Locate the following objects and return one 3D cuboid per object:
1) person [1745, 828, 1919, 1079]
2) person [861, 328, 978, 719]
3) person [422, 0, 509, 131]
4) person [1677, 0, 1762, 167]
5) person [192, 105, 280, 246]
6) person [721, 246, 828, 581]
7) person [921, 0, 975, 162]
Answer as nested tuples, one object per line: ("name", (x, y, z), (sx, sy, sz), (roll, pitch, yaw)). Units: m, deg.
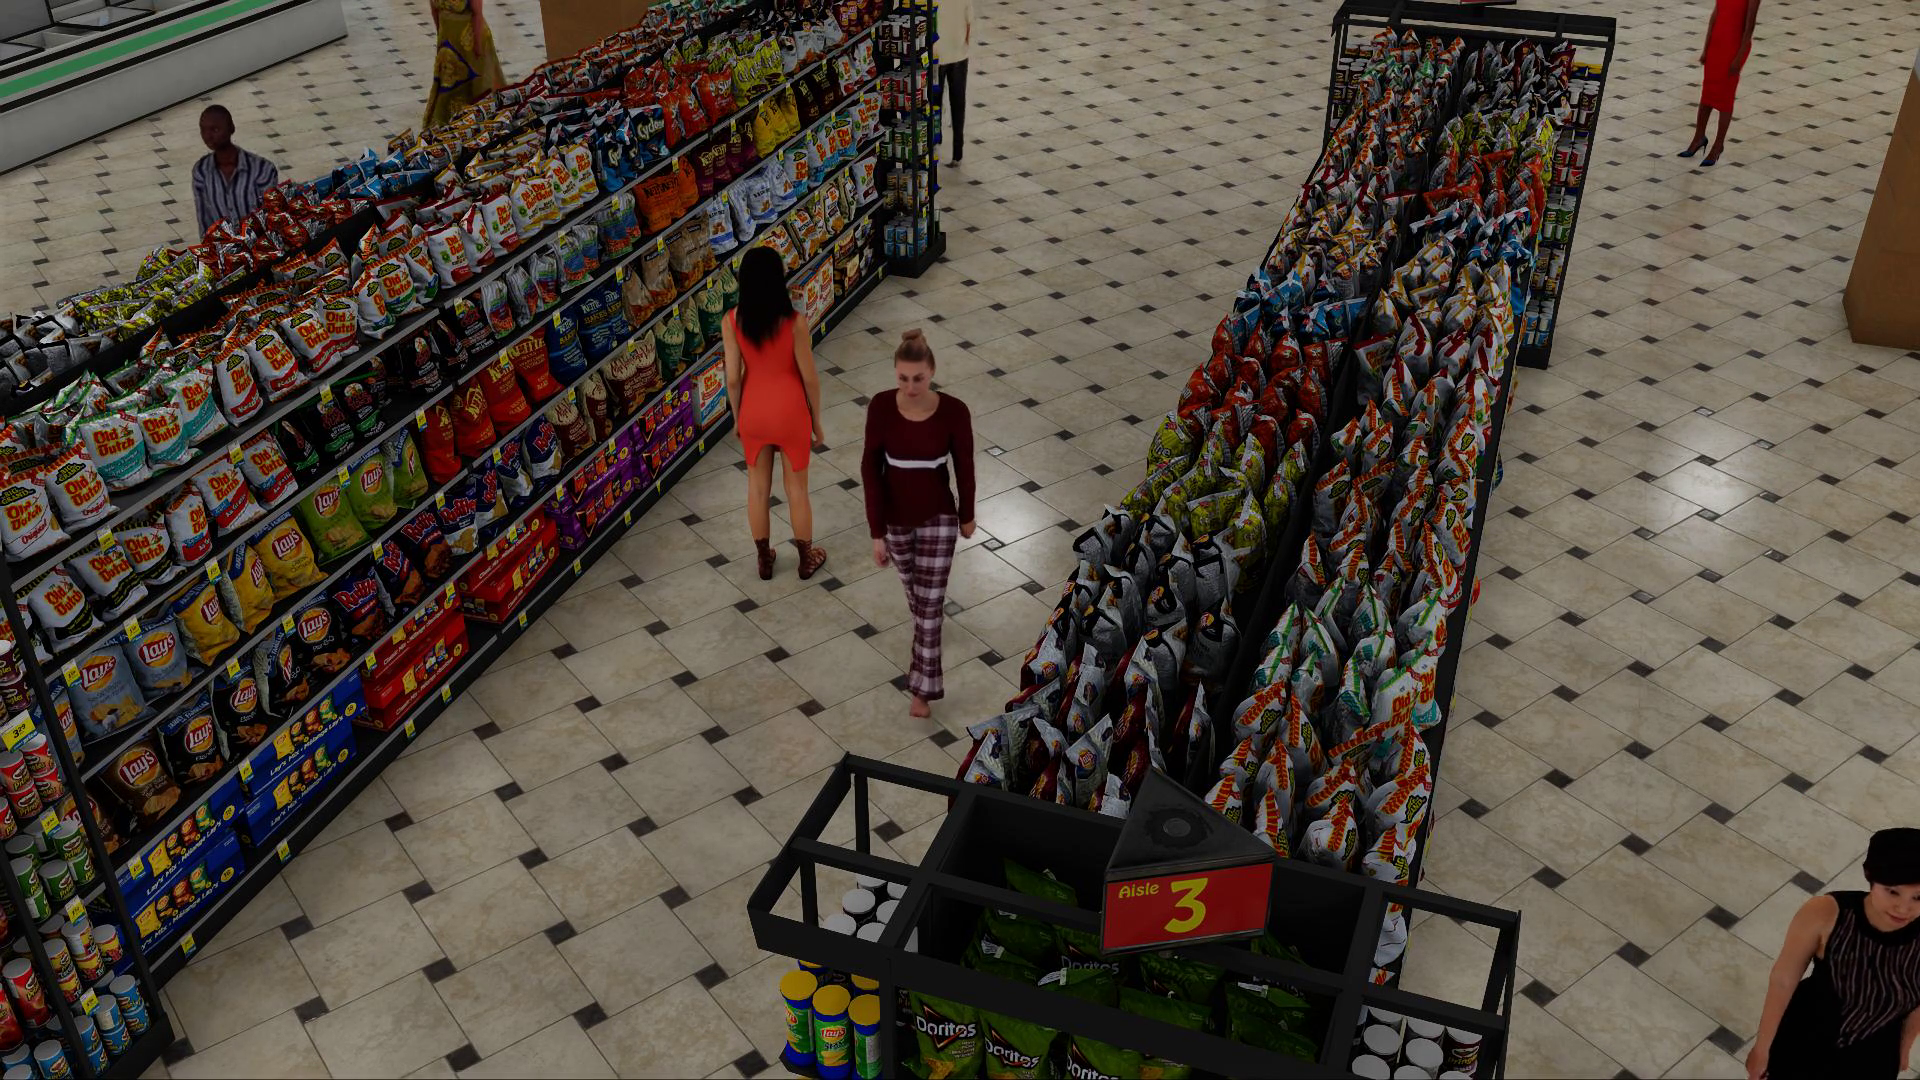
("person", (2.514, 1.393, 4.810), (0.583, 1.564, 0.944), (11, 33, 17))
("person", (-0.185, -0.098, 7.206), (0.764, 1.566, 1.119), (4, 32, 6))
("person", (-3.980, -4.035, 13.489), (0.917, 1.613, 1.363), (4, 32, 7))
("person", (6.003, -3.812, 13.006), (0.701, 1.743, 0.618), (-9, 33, -15))
("person", (-3.981, -1.607, 9.469), (0.881, 1.736, 1.250), (2, 32, 4))
("person", (-0.873, -0.573, 7.824), (0.639, 1.718, 0.606), (3, 32, 5))
("person", (-0.076, -3.737, 13.071), (0.868, 1.548, 1.090), (-3, 32, -5))
